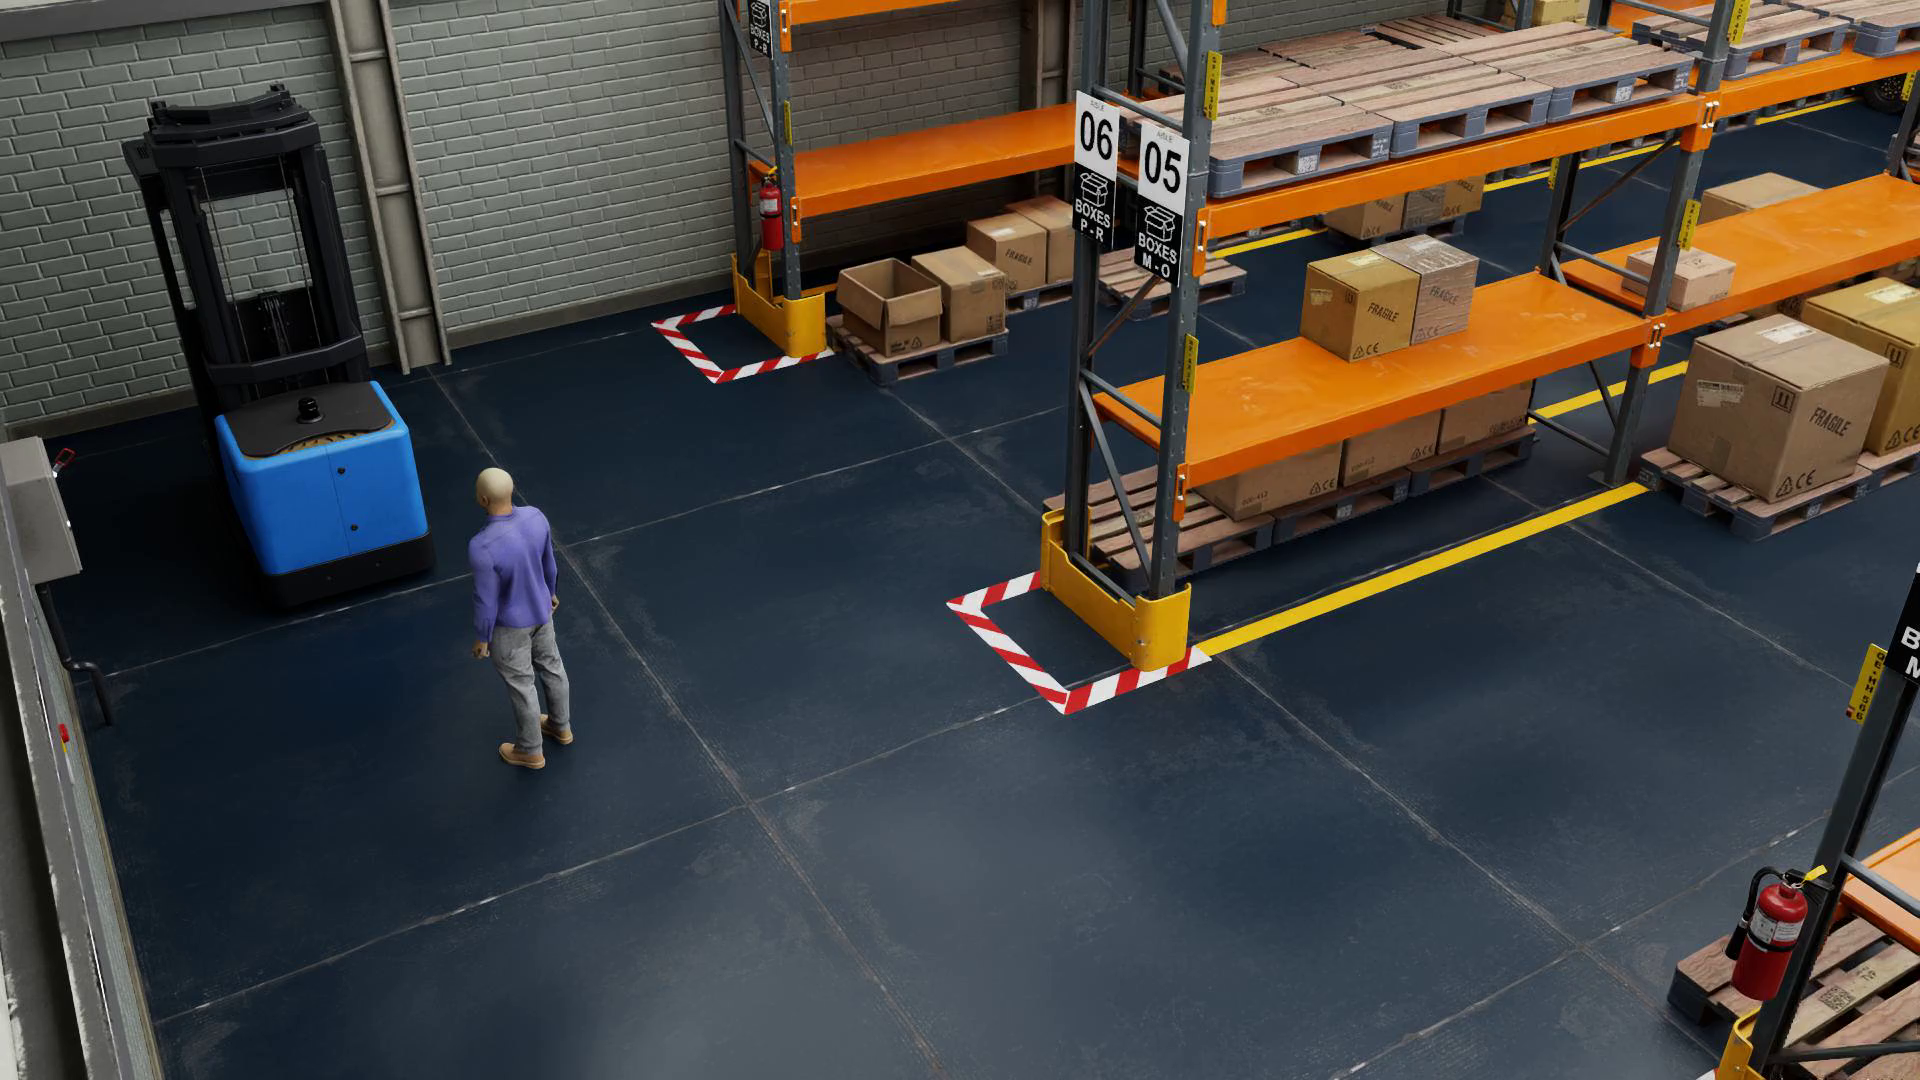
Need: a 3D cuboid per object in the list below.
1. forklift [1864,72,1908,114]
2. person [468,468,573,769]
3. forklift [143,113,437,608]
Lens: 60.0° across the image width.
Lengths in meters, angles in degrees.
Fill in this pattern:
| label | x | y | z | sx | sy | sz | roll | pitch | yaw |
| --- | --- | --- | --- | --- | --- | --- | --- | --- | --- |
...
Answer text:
| label | x | y | z | sx | sy | sz | roll | pitch | yaw |
| --- | --- | --- | --- | --- | --- | --- | --- | --- | --- |
| forklift | 11.468 | -5.645 | 18.244 | 1.214 | 2.155 | 2.313 | -17 | 36 | -26 |
| person | -2.324 | 0.416 | 8.815 | 0.395 | 1.799 | 0.588 | 17 | 36 | 25 |
| forklift | -4.289 | -1.259 | 10.509 | 1.129 | 2.768 | 1.873 | -17 | 36 | -26 |
